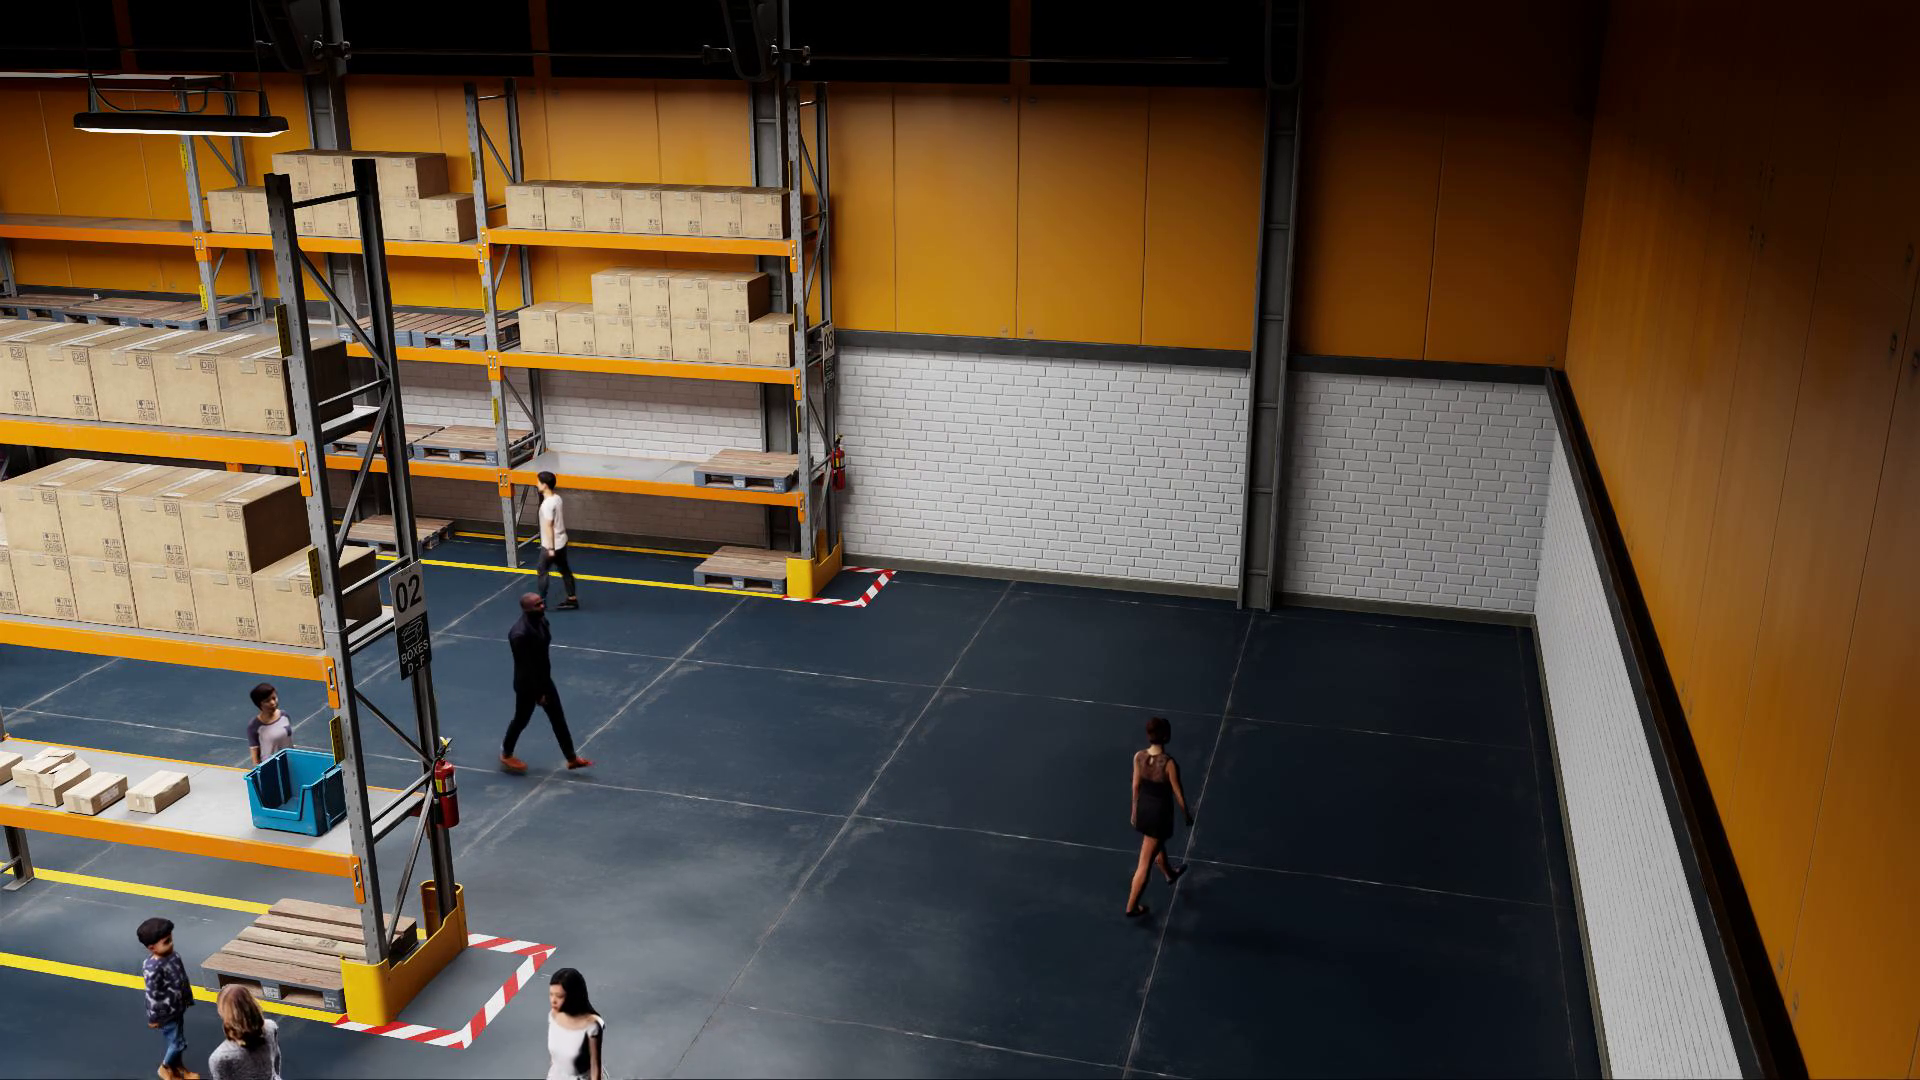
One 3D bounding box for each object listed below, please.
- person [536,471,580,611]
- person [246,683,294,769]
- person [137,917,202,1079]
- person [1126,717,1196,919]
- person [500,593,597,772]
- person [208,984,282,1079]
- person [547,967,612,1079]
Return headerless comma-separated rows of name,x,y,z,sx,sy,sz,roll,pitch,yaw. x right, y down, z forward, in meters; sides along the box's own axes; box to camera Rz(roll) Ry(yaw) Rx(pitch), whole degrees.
person,-4.701,0.023,19.559,0.905,1.703,0.730,2,19,5
person,-5.809,1.934,14.099,0.603,1.566,0.618,11,21,29
person,-5.352,3.103,11.132,0.508,1.244,0.520,3,19,8
person,1.477,2.219,13.139,1.017,1.638,1.069,-15,24,-37
person,-4.049,1.359,15.479,1.198,1.774,0.764,7,20,19
person,-3.957,3.366,9.530,1.062,1.767,0.833,14,23,35
person,-2.172,3.283,9.808,1.092,1.748,0.811,9,21,25
